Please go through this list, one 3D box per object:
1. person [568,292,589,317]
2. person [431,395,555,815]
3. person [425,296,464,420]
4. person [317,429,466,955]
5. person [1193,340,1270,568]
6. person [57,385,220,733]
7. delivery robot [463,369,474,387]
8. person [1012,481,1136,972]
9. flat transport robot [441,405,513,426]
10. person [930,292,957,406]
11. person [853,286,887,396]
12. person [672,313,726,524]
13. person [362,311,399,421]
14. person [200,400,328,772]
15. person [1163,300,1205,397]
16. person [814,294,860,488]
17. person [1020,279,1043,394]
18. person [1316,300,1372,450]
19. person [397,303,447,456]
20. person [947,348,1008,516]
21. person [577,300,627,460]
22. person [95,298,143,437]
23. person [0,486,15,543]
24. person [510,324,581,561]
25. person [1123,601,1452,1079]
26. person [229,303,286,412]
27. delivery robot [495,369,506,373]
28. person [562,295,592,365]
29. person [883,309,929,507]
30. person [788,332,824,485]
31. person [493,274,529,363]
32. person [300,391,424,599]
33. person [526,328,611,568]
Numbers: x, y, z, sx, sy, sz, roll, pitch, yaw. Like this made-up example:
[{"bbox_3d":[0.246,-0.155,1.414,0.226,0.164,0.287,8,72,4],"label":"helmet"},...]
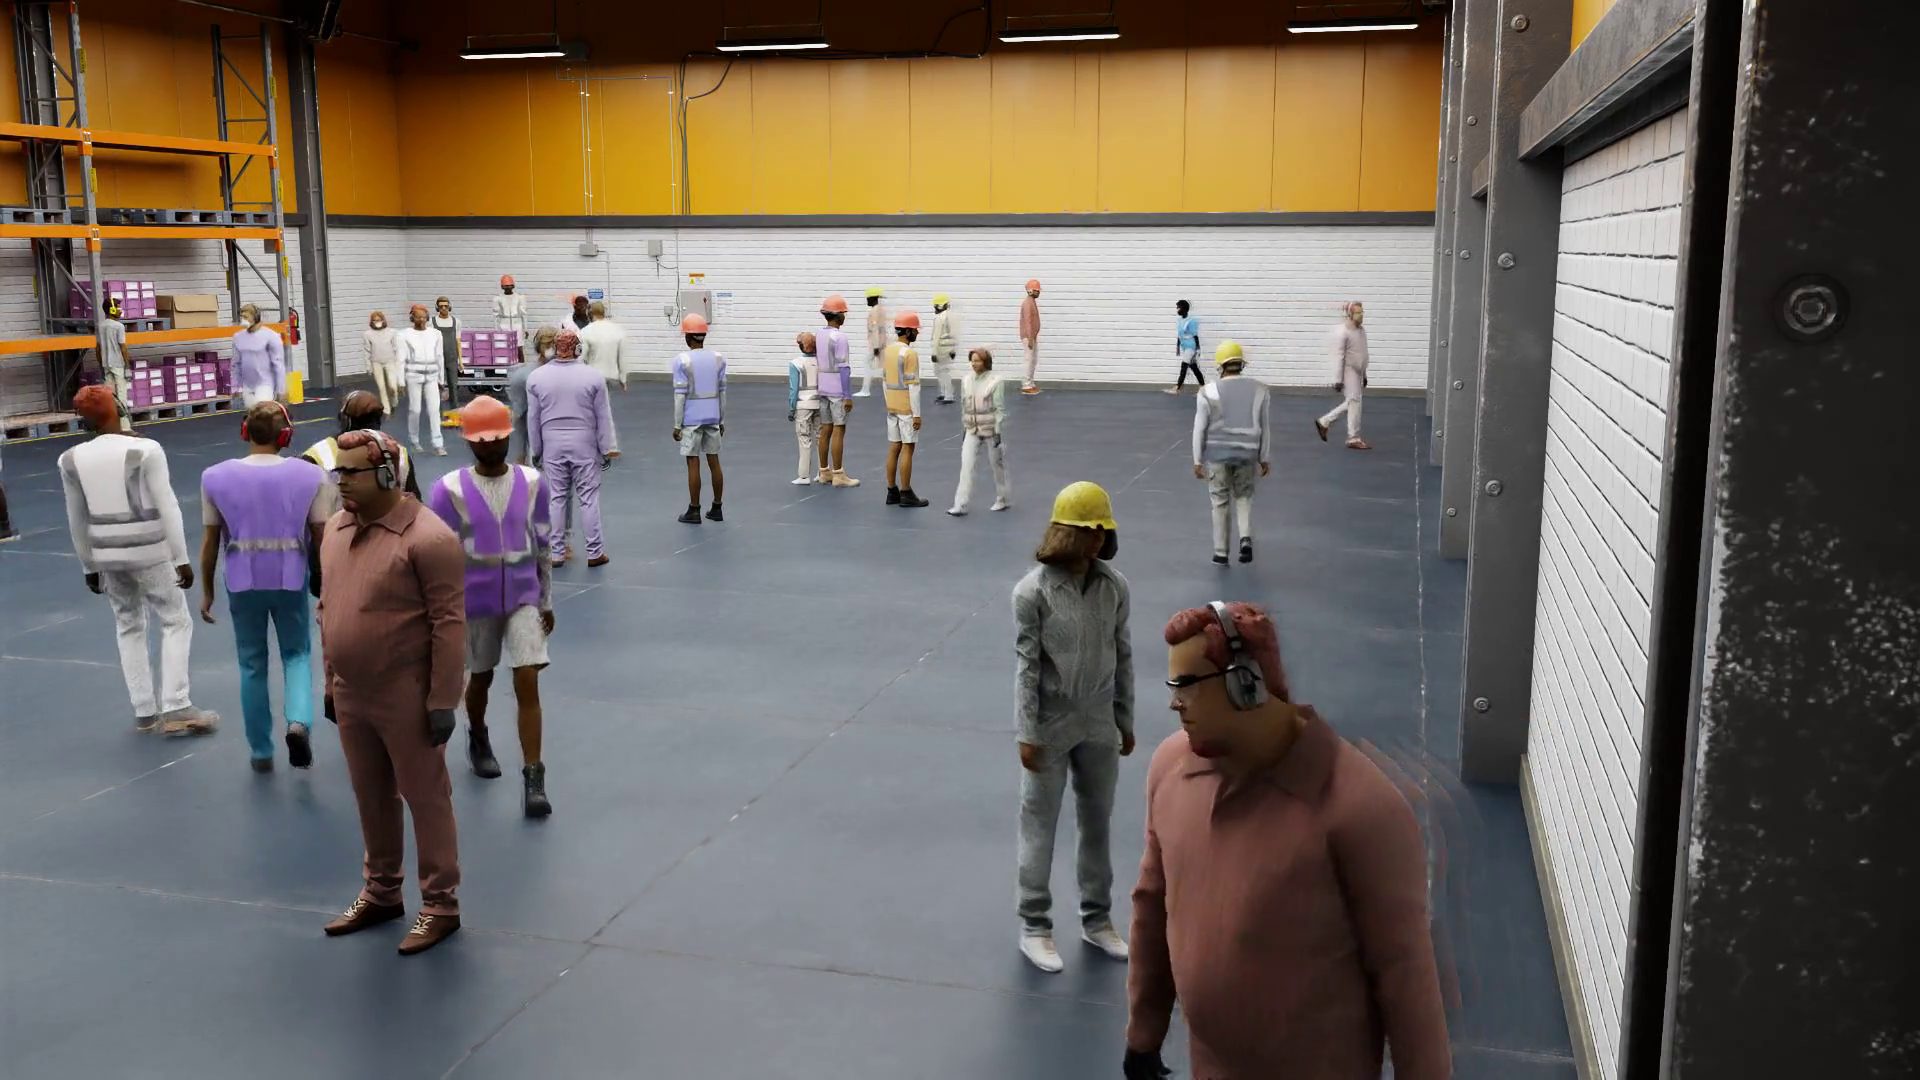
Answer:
[{"bbox_3d":[-5.761,-2.729,24.686,0.876,1.888,0.560,2,10,9],"label":"person"},{"bbox_3d":[-2.154,0.264,7.702,0.552,1.898,0.982,-5,11,-27],"label":"person"},{"bbox_3d":[-7.363,-2.559,23.790,0.506,1.847,0.343,-5,11,-28],"label":"person"},{"bbox_3d":[-2.094,0.546,6.042,0.651,1.906,0.403,6,11,29],"label":"person"},{"bbox_3d":[2.148,-0.675,13.206,0.615,1.813,0.423,-1,10,-5],"label":"person"},{"bbox_3d":[-4.327,0.111,8.702,0.703,1.837,0.372,1,10,6],"label":"person"},{"bbox_3d":[-8.628,-2.879,28.993,0.707,0.478,0.477,0,10,1],"label":"delivery robot"},{"bbox_3d":[0.415,0.656,5.896,0.485,1.744,0.312,-5,11,-27],"label":"person"},{"bbox_3d":[-6.936,-1.802,23.965,0.652,0.197,1.431,0,10,2],"label":"flat transport robot"},{"bbox_3d":[-0.312,-3.050,26.655,0.558,1.811,0.617,4,11,22],"label":"person"},{"bbox_3d":[-1.351,-3.370,28.262,0.885,1.899,0.598,2,10,10],"label":"person"},{"bbox_3d":[-2.413,-1.117,15.355,0.543,1.942,0.349,-8,13,-39],"label":"person"},{"bbox_3d":[-8.468,-2.558,24.415,0.534,1.612,0.361,-3,10,-16],"label":"person"},{"bbox_3d":[-3.333,0.244,7.994,0.610,1.822,0.501,-4,11,-23],"label":"person"},{"bbox_3d":[3.858,-3.234,28.139,0.889,1.640,0.559,-3,10,-14],"label":"person"},{"bbox_3d":[-1.317,-1.578,17.666,0.361,2.048,0.614,-7,12,-34],"label":"person"},{"bbox_3d":[1.235,-3.504,28.751,0.407,1.987,0.632,2,10,11],"label":"person"},{"bbox_3d":[4.903,-2.101,21.108,0.744,1.877,0.640,7,12,34],"label":"person"},{"bbox_3d":[-6.600,-1.966,20.397,0.591,1.862,0.806,-7,12,-36],"label":"person"},{"bbox_3d":[0.203,-1.029,15.835,0.533,1.588,0.853,7,12,35],"label":"person"},{"bbox_3d":[-4.426,-1.931,20.065,0.928,1.901,0.661,8,13,38],"label":"person"},{"bbox_3d":[-11.307,-2.296,22.260,0.521,1.864,0.335,4,11,21],"label":"person"},{"bbox_3d":[-8.514,-0.883,14.044,0.633,1.928,0.889,8,13,37],"label":"person"},{"bbox_3d":[-3.275,-0.765,13.385,0.629,1.941,0.382,-6,11,-29],"label":"person"},{"bbox_3d":[0.640,1.035,3.383,0.515,1.868,0.666,-7,12,-33],"label":"person"},{"bbox_3d":[-7.872,-1.675,18.576,0.626,1.919,0.597,4,11,24],"label":"person"},{"bbox_3d":[-7.892,-2.890,29.054,0.707,0.478,0.477,-5,11,-24],"label":"delivery robot"},{"bbox_3d":[-5.438,-2.615,24.081,0.603,1.873,0.819,-2,10,-13],"label":"person"},{"bbox_3d":[-0.529,-1.291,16.353,0.370,1.935,0.552,-6,12,-32],"label":"person"},{"bbox_3d":[-1.615,-1.402,17.828,0.510,1.640,0.308,-9,14,-42],"label":"person"},{"bbox_3d":[-8.446,-3.975,31.301,0.627,2.026,0.407,-3,10,-15],"label":"person"},{"bbox_3d":[-3.055,0.125,8.722,0.852,1.798,0.639,9,13,41],"label":"person"},{"bbox_3d":[-3.099,-0.729,13.261,0.652,1.906,0.403,-1,10,-4],"label":"person"}]
